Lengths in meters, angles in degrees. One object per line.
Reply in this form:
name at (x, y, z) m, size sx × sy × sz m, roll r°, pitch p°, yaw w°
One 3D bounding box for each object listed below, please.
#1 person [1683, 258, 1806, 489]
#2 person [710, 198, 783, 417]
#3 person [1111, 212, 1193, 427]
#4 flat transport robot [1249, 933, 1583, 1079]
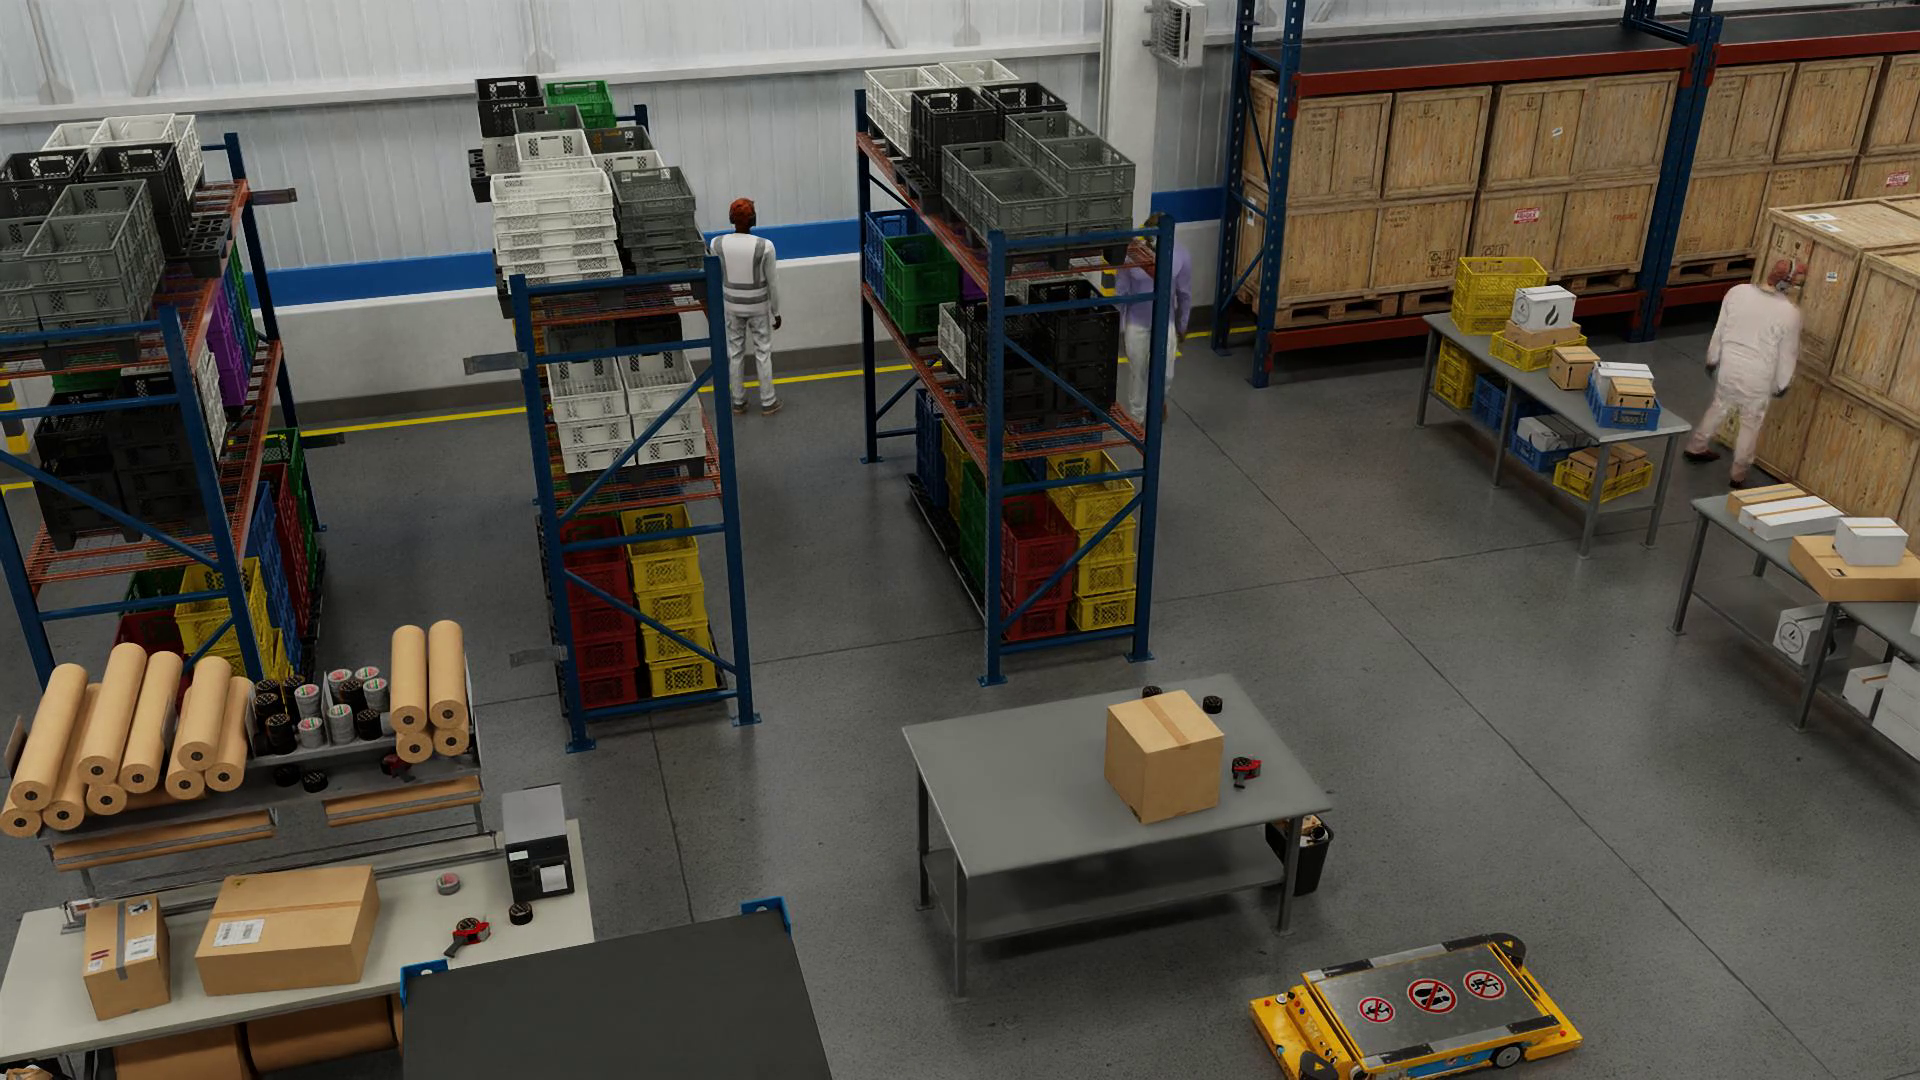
person at (6.111, -1.327, 12.905) m, size 0.461 × 1.870 × 0.753 m, roll -18°, pitch 33°, yaw -29°
person at (-1.789, -1.951, 14.020) m, size 0.581 × 1.882 × 0.339 m, roll 5°, pitch 29°, yaw 10°
person at (1.557, -1.767, 13.650) m, size 0.652 × 1.927 × 0.435 m, roll 3°, pitch 29°, yaw 6°
flat transport robot at (2.184, 2.282, 7.980) m, size 1.431 × 0.197 × 0.652 m, roll -8°, pitch 30°, yaw -14°
